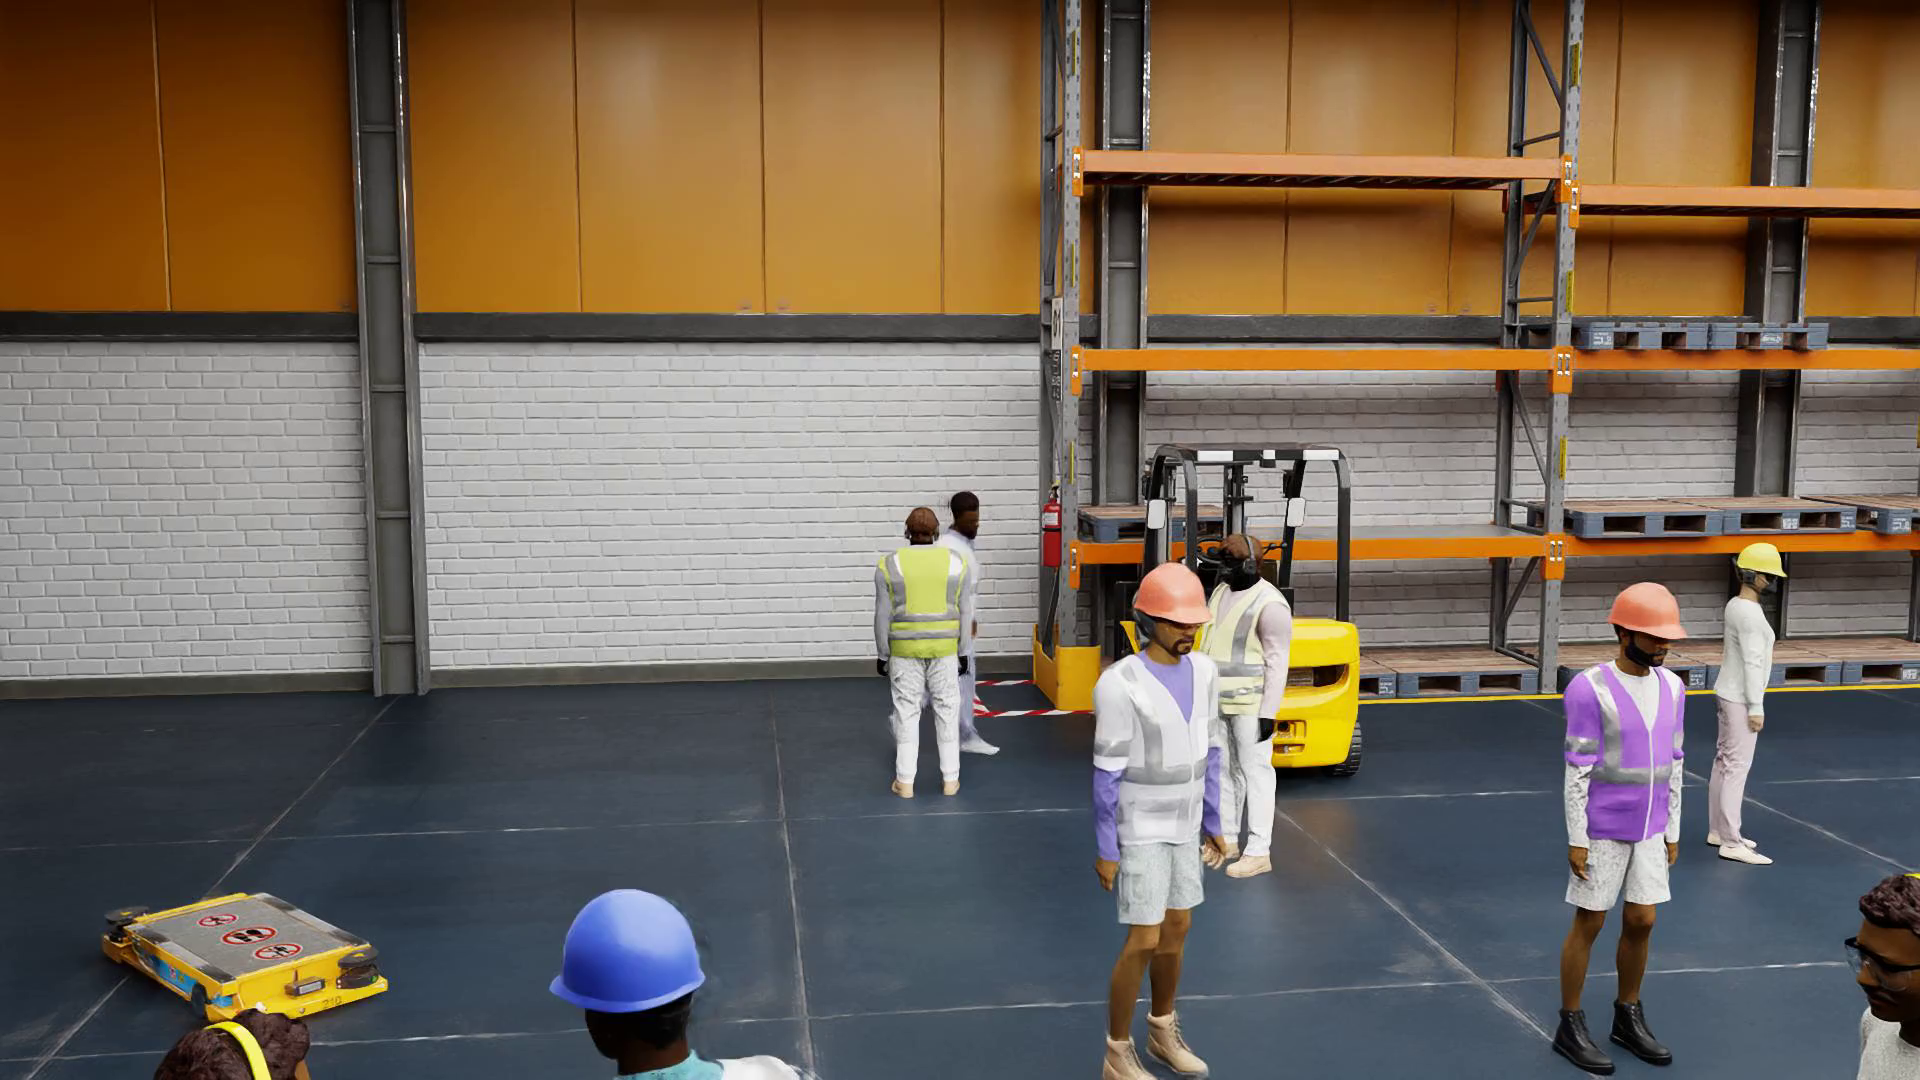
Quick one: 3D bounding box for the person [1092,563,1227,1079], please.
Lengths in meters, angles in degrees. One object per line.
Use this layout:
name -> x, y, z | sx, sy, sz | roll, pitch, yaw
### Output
person -> 0.787, 1.091, 6.319 | 0.620, 2.031, 0.407 | -6, 9, -42

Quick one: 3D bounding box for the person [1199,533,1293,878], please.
person -> 1.504, 0.880, 8.980 | 0.430, 1.845, 0.619 | -3, 7, -24

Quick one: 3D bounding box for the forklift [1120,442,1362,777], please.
forklift -> 1.912, 0.418, 11.496 | 1.214, 2.155, 2.313 | -1, 7, -8

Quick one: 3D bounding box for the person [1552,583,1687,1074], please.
person -> 2.624, 1.119, 6.525 | 0.549, 1.928, 0.388 | -2, 7, -19

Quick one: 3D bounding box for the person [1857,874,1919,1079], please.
person -> 1.805, 1.537, 3.175 | 0.334, 1.858, 0.508 | 0, 7, 1

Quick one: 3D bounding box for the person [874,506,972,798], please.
person -> -0.238, 0.705, 10.515 | 0.624, 1.844, 0.430 | -1, 7, -9

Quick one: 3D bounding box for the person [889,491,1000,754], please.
person -> -0.119, 0.582, 11.496 | 0.728, 1.868, 0.653 | 0, 7, 3

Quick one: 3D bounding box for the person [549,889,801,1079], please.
person -> -0.510, 1.549, 2.949 | 0.623, 1.895, 0.976 | -6, 9, -40

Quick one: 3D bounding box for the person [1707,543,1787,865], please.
person -> 4.363, 0.892, 9.223 | 0.329, 1.763, 0.523 | 2, 7, 15

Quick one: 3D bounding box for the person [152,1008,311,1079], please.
person -> -1.045, 1.615, 2.451 | 0.519, 1.865, 0.335 | 1, 7, 7

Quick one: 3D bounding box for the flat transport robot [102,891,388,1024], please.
flat transport robot -> -3.211, 1.837, 7.415 | 1.431, 0.197, 0.652 | 6, 9, 42
